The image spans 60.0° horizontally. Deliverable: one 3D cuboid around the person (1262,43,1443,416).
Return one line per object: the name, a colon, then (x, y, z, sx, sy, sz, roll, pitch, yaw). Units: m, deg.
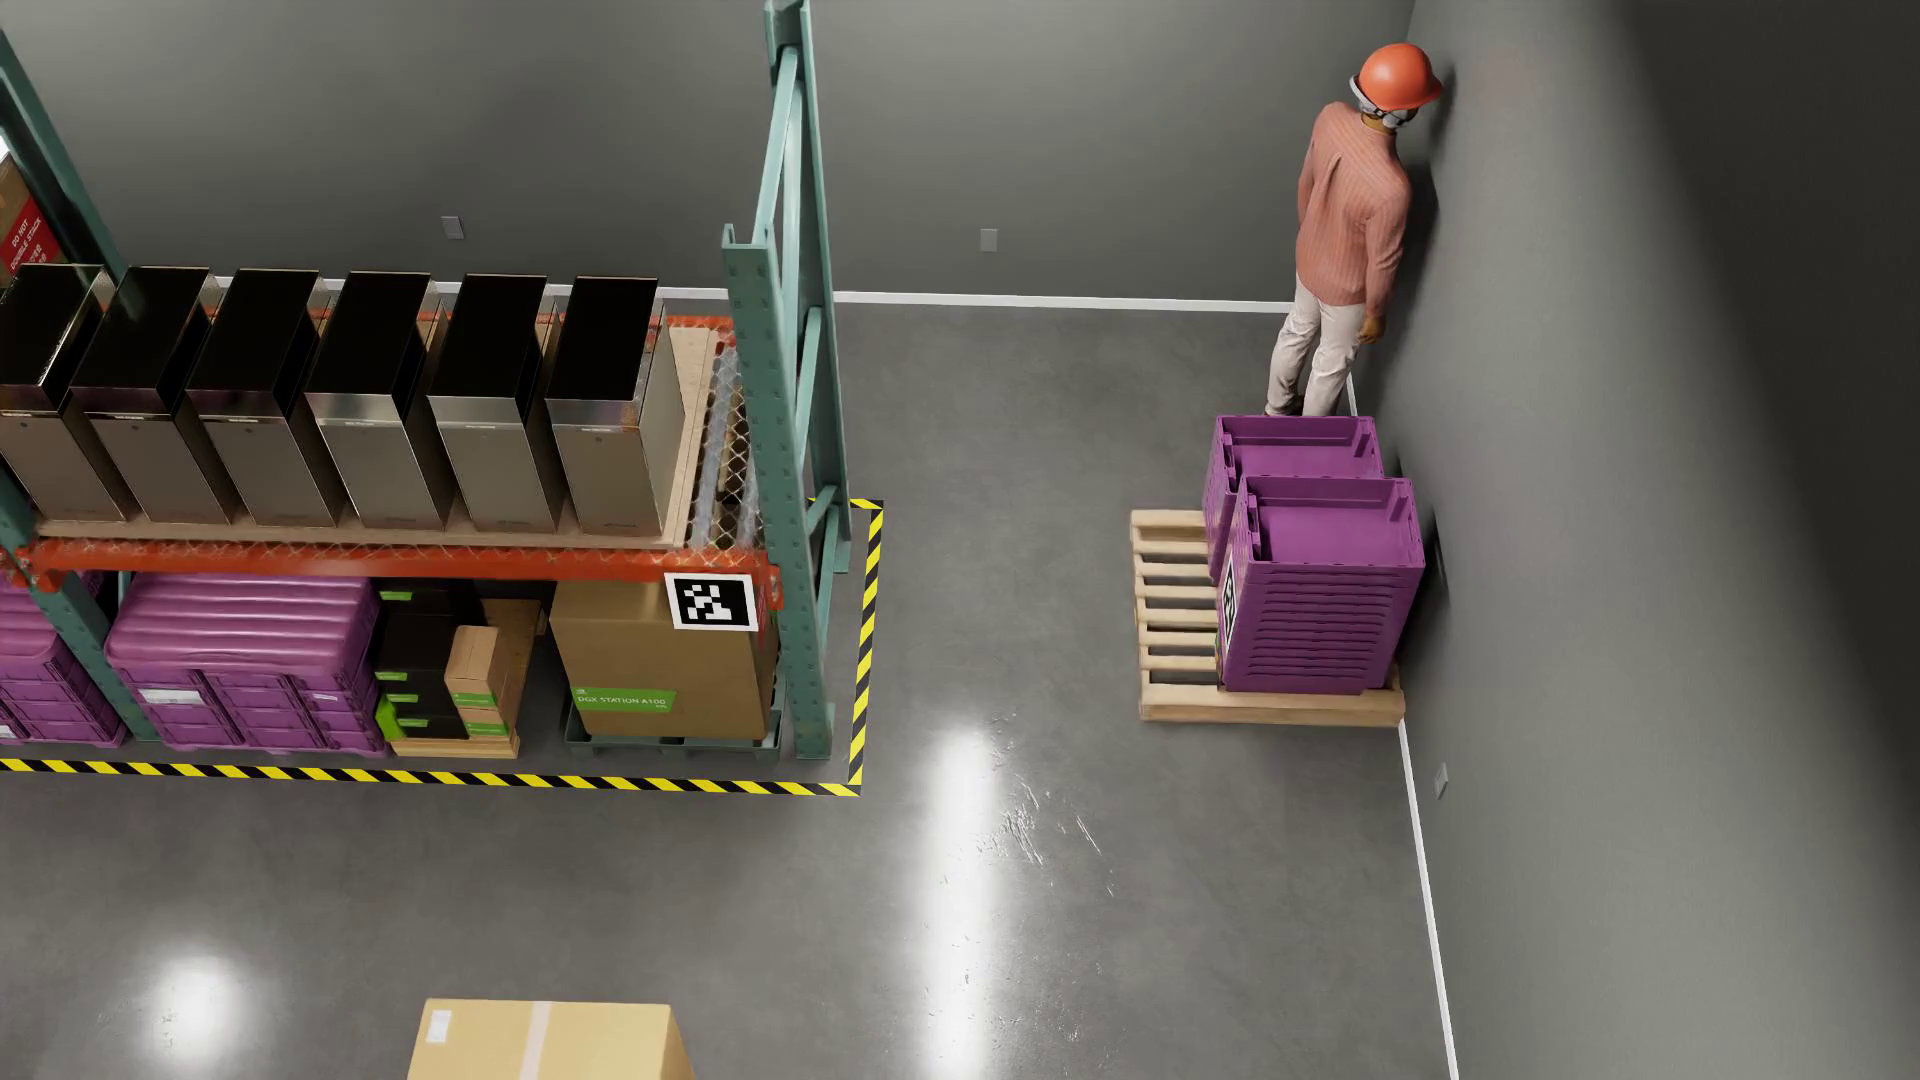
person: (1.507, -1.069, 6.498, 0.390, 1.995, 0.613, -15, 53, -12)
